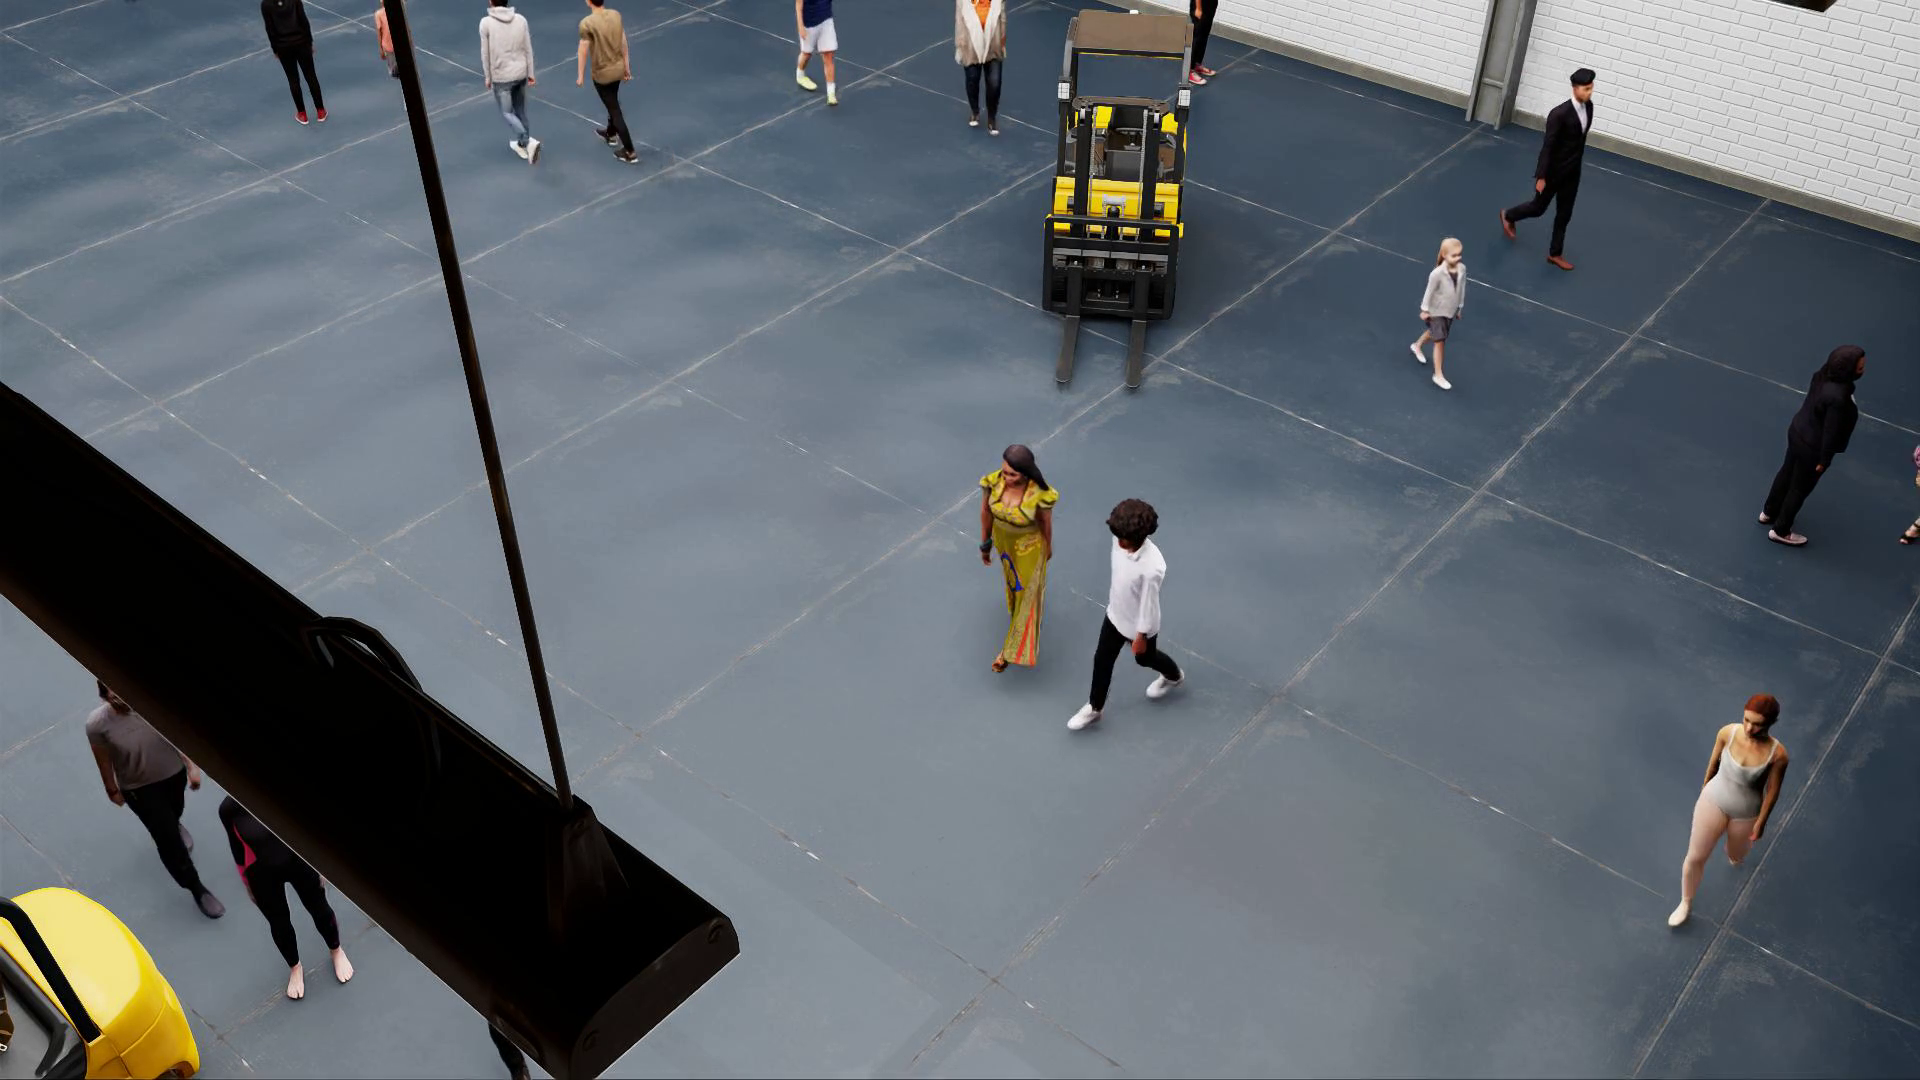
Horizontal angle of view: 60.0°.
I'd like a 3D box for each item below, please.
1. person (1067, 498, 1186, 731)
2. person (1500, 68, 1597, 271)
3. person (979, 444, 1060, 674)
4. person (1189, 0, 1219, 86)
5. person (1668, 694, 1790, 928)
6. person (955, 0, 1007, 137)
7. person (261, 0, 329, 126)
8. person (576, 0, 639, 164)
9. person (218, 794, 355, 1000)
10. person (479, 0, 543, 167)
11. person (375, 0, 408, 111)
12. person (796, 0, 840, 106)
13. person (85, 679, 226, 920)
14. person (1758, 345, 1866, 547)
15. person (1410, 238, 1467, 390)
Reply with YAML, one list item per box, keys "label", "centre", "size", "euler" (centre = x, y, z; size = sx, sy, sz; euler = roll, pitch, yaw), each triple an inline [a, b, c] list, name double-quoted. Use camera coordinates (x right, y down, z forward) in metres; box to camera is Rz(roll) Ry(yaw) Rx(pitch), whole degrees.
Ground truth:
- label: "person"
  centre: [1.169, 0.439, 10.475]
  size: [0.956, 1.772, 1.145]
  euler: [-20, 43, -23]
- label: "person"
  centre: [5.444, -3.457, 15.286]
  size: [0.971, 1.855, 1.247]
  euler: [-21, 43, -24]
- label: "person"
  centre: [0.417, -0.010, 11.177]
  size: [1.276, 1.598, 1.027]
  euler: [17, 42, 20]
- label: "person"
  centre: [2.720, -6.010, 18.562]
  size: [0.637, 1.758, 0.673]
  euler: [19, 42, 22]
- label: "person"
  centre: [4.354, 1.455, 9.325]
  size: [0.896, 1.619, 0.633]
  euler: [26, 46, 29]
- label: "person"
  centre: [0.226, -5.275, 17.551]
  size: [0.972, 1.871, 1.024]
  euler: [-1, 39, -1]
- label: "person"
  centre: [-7.089, -5.250, 17.677]
  size: [0.674, 1.674, 0.677]
  euler: [-14, 41, -17]
- label: "person"
  centre: [-3.511, -4.695, 16.861]
  size: [0.976, 1.826, 0.666]
  euler: [26, 45, 29]
- label: "person"
  centre: [-3.607, 1.748, 8.852]
  size: [0.644, 1.752, 0.678]
  euler: [-17, 42, -20]
- label: "person"
  centre: [-4.520, -4.662, 16.805]
  size: [0.790, 1.842, 1.072]
  euler: [-26, 46, -29]
- label: "person"
  centre: [-6.163, -5.399, 18.168]
  size: [0.805, 1.295, 0.885]
  euler: [-5, 39, -7]
- label: "person"
  centre: [-1.599, -5.669, 18.117]
  size: [0.876, 1.778, 1.226]
  euler: [-27, 46, -30]
- label: "person"
  centre: [-4.611, 1.301, 9.446]
  size: [1.146, 1.710, 0.621]
  euler: [31, 48, 33]
- label: "person"
  centre: [6.167, -0.708, 12.036]
  size: [0.805, 1.616, 0.773]
  euler: [3, 39, 4]
- label: "person"
  centre: [3.994, -1.954, 13.890]
  size: [0.744, 1.249, 0.935]
  euler: [-15, 41, -18]
